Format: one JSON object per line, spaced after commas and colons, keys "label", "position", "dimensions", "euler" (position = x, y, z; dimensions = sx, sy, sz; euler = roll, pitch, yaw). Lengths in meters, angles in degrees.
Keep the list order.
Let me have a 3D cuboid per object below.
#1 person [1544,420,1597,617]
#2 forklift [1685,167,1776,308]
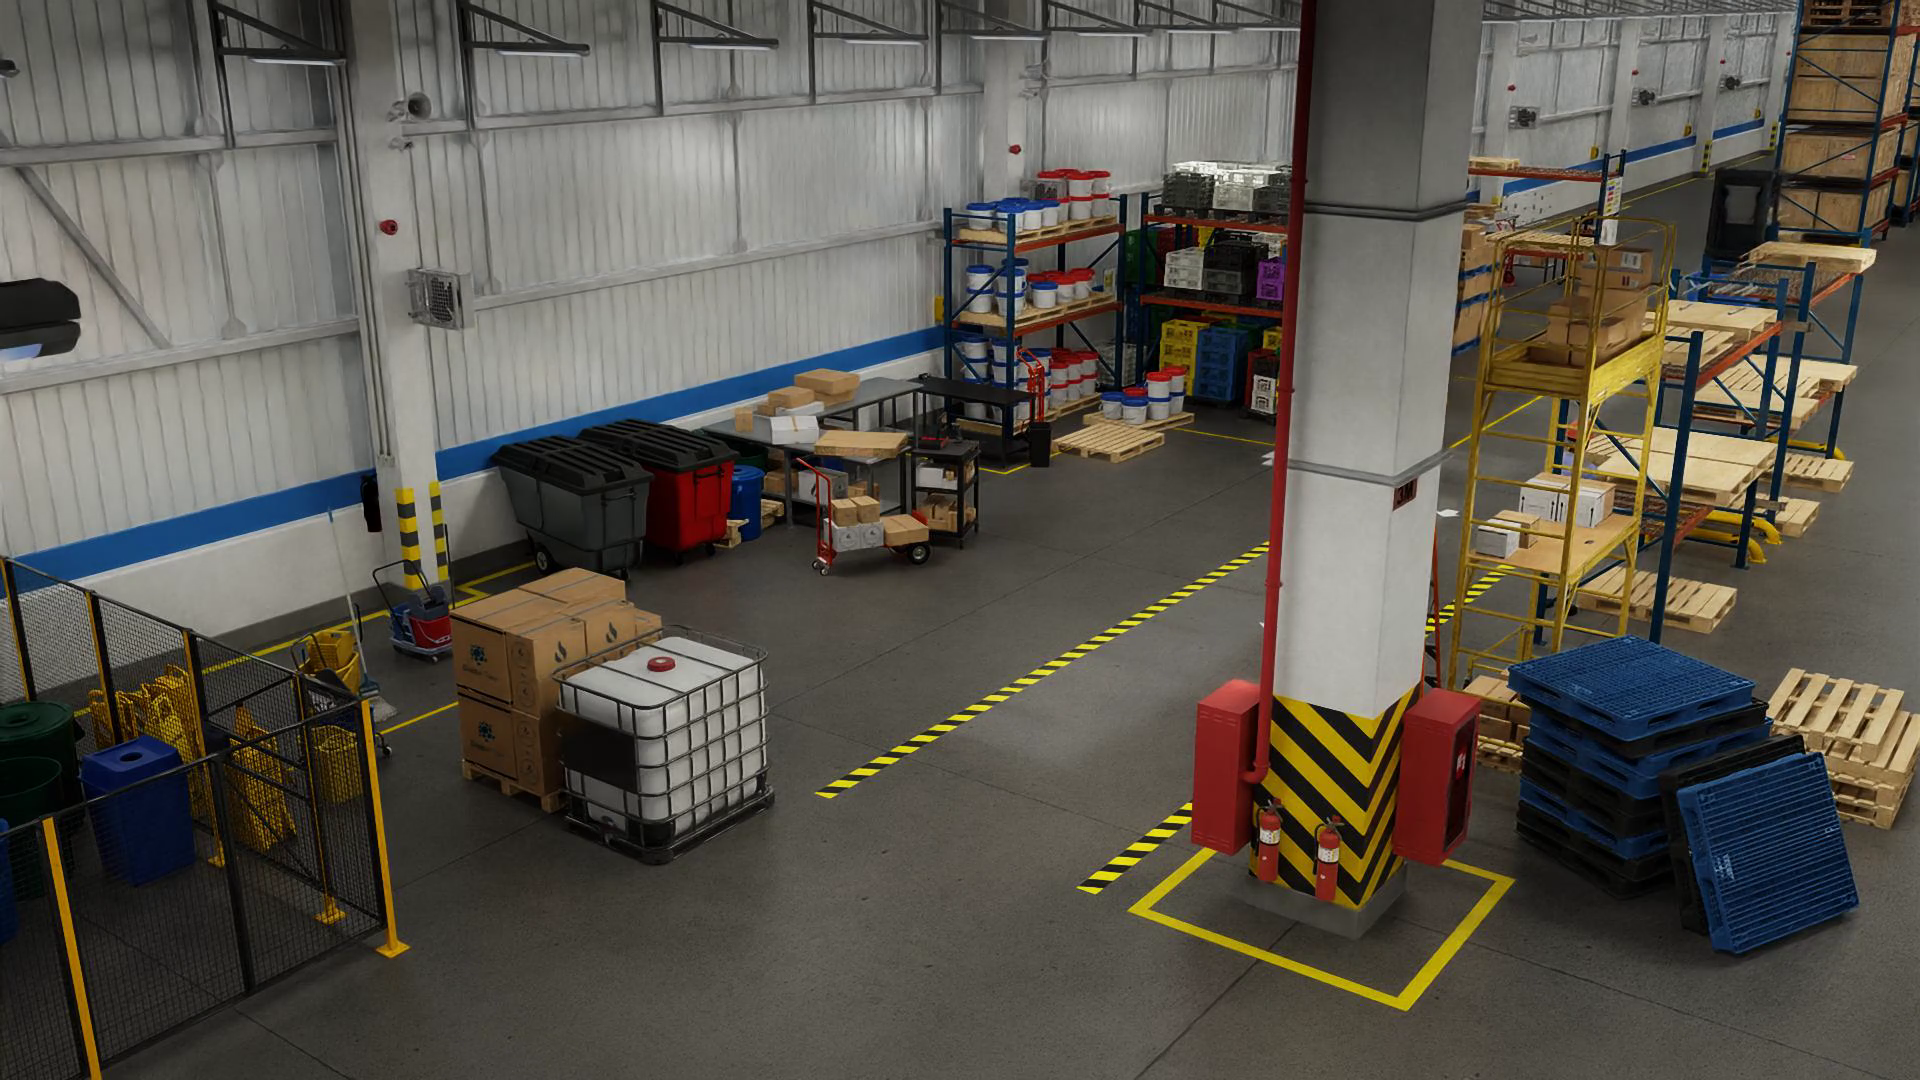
{"label": "person", "position": [5.764, -0.210, 15.777], "dimensions": [0.374, 1.932, 0.544], "euler": [-12, 22, -33]}
{"label": "forklift", "position": [13.644, -5.123, 29.299], "dimensions": [1.129, 2.768, 1.873], "euler": [13, 22, 34]}
